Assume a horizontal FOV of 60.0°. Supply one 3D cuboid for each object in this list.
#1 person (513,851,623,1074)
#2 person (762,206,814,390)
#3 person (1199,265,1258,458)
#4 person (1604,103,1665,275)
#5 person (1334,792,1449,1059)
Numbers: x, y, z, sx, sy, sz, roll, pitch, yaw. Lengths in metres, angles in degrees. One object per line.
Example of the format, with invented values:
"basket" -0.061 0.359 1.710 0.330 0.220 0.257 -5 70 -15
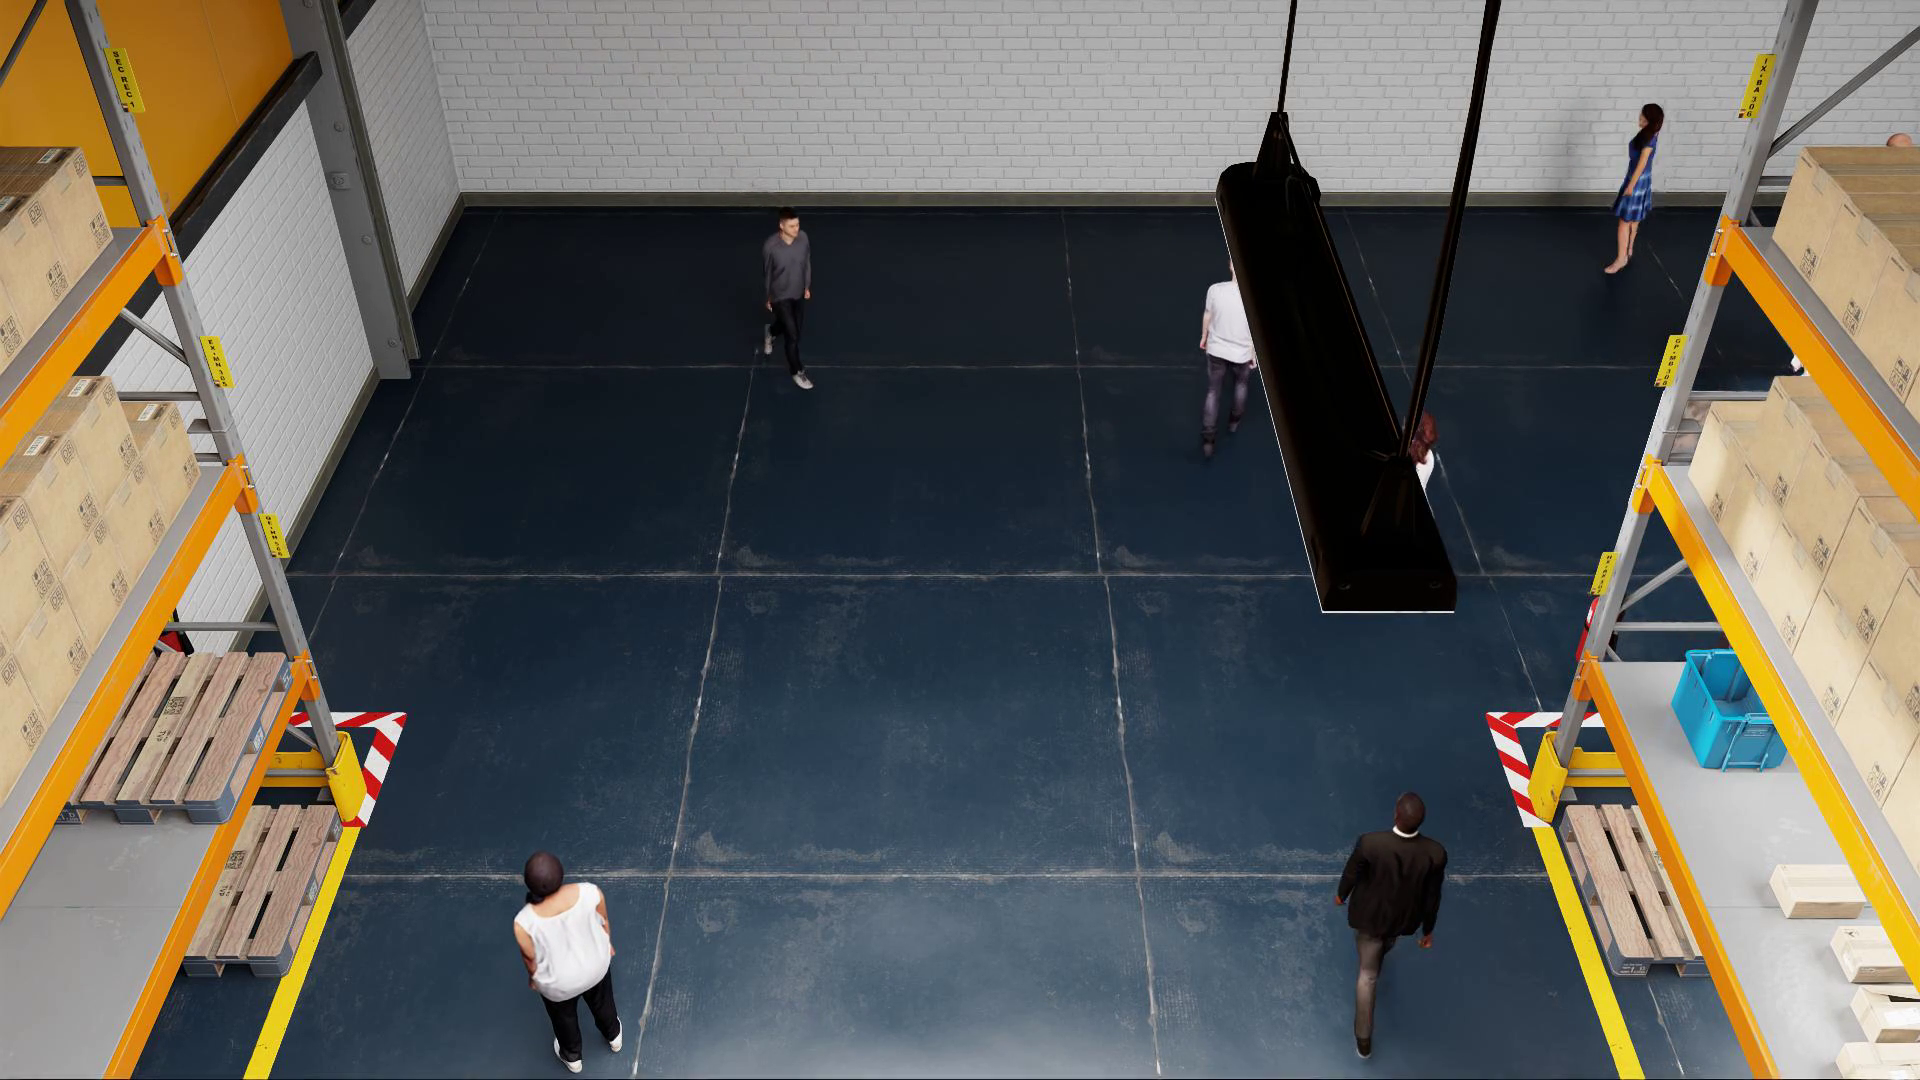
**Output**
"person" -2.151 2.286 9.110 0.758 1.687 0.775 -20 43 -23
"person" -1.591 -2.197 14.692 0.999 1.727 1.109 -26 45 -29
"person" 2.204 -1.512 13.760 0.847 1.820 1.155 9 40 11
"person" 6.617 -3.453 16.222 0.949 1.780 0.741 22 44 26
"person" 2.368 2.162 9.216 0.767 1.751 1.182 5 39 6
